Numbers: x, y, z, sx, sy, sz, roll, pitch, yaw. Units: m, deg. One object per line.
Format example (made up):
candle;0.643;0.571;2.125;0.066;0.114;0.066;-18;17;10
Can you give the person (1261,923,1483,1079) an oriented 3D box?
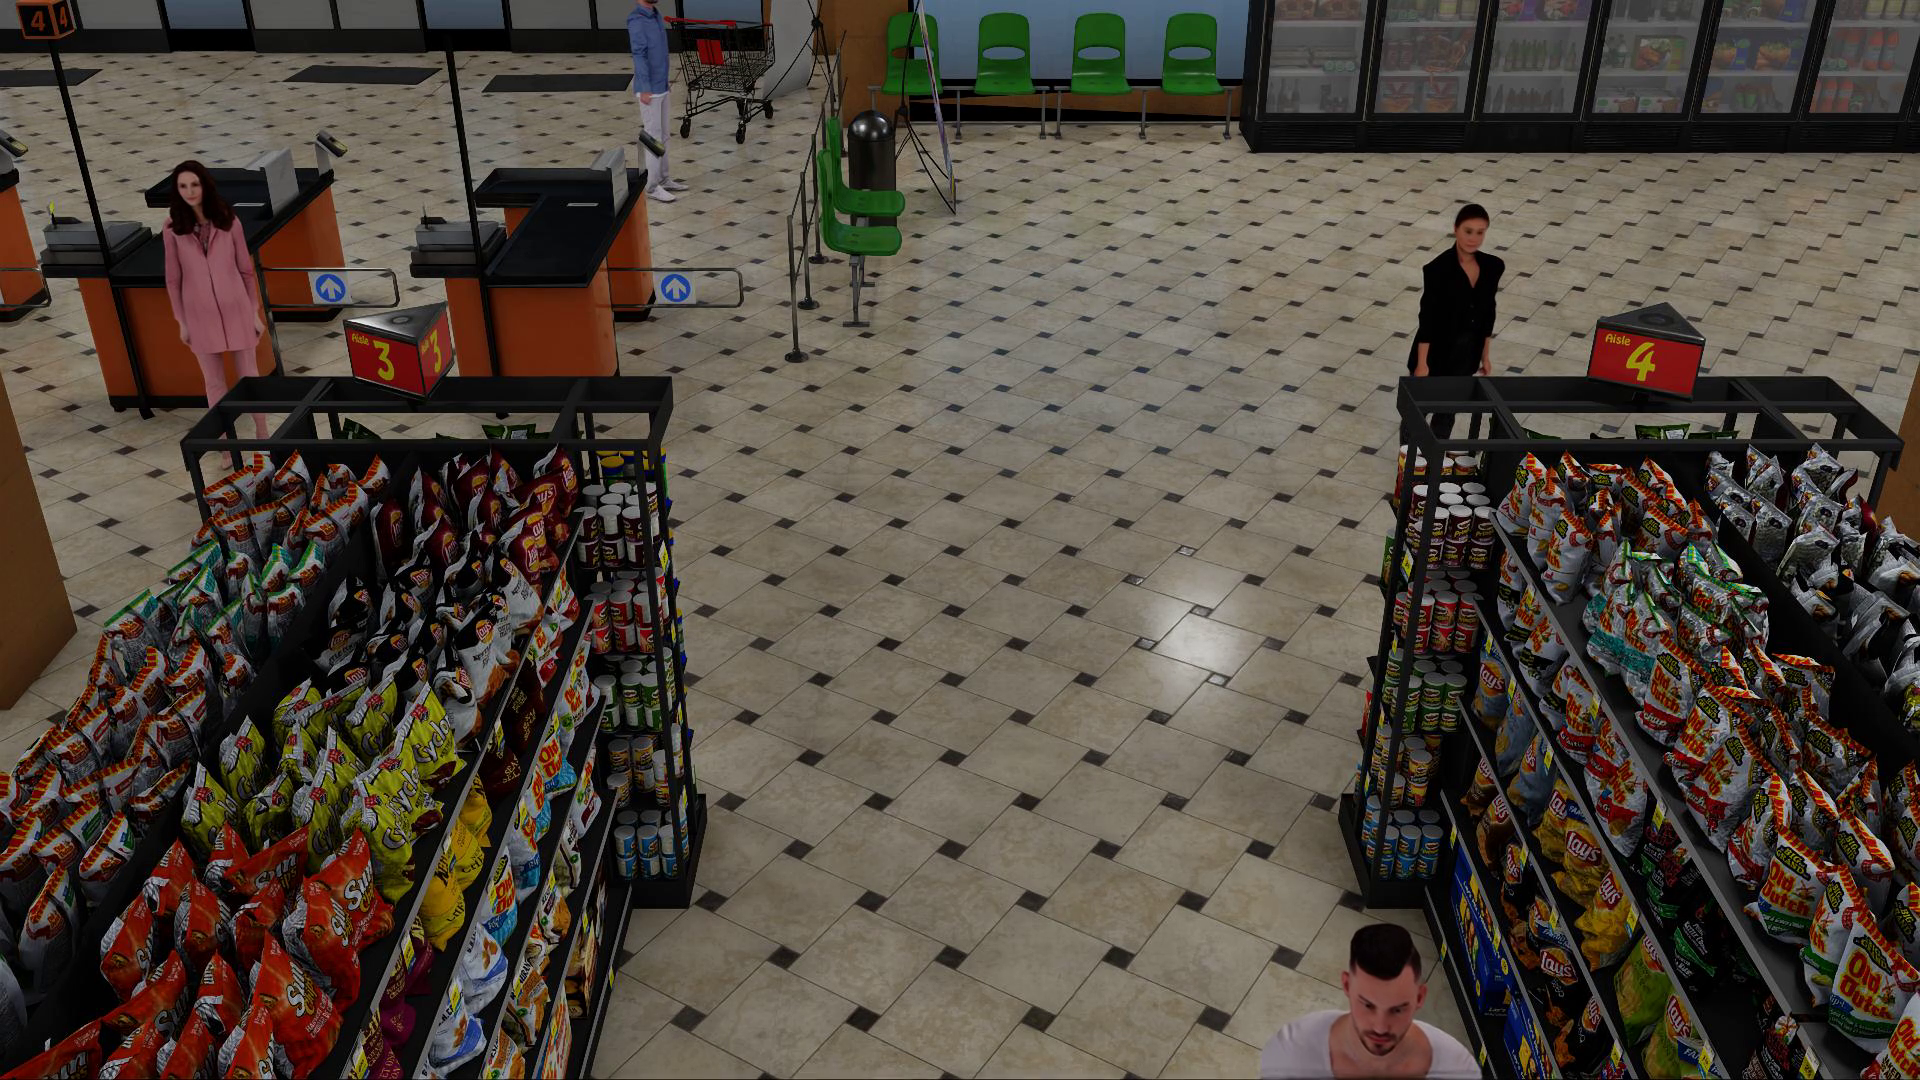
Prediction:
person;0.936;1.665;4.079;0.692;1.840;0.597;4;29;7

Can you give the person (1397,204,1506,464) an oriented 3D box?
person;2.665;-1.016;9.118;0.713;1.716;0.688;-10;30;-17

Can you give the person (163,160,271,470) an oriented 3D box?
person;-4.237;-1.286;9.522;0.679;1.802;0.650;-11;30;-19

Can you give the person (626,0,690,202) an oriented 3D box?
person;-2.616;-3.871;14.168;0.757;1.888;0.576;6;29;10
